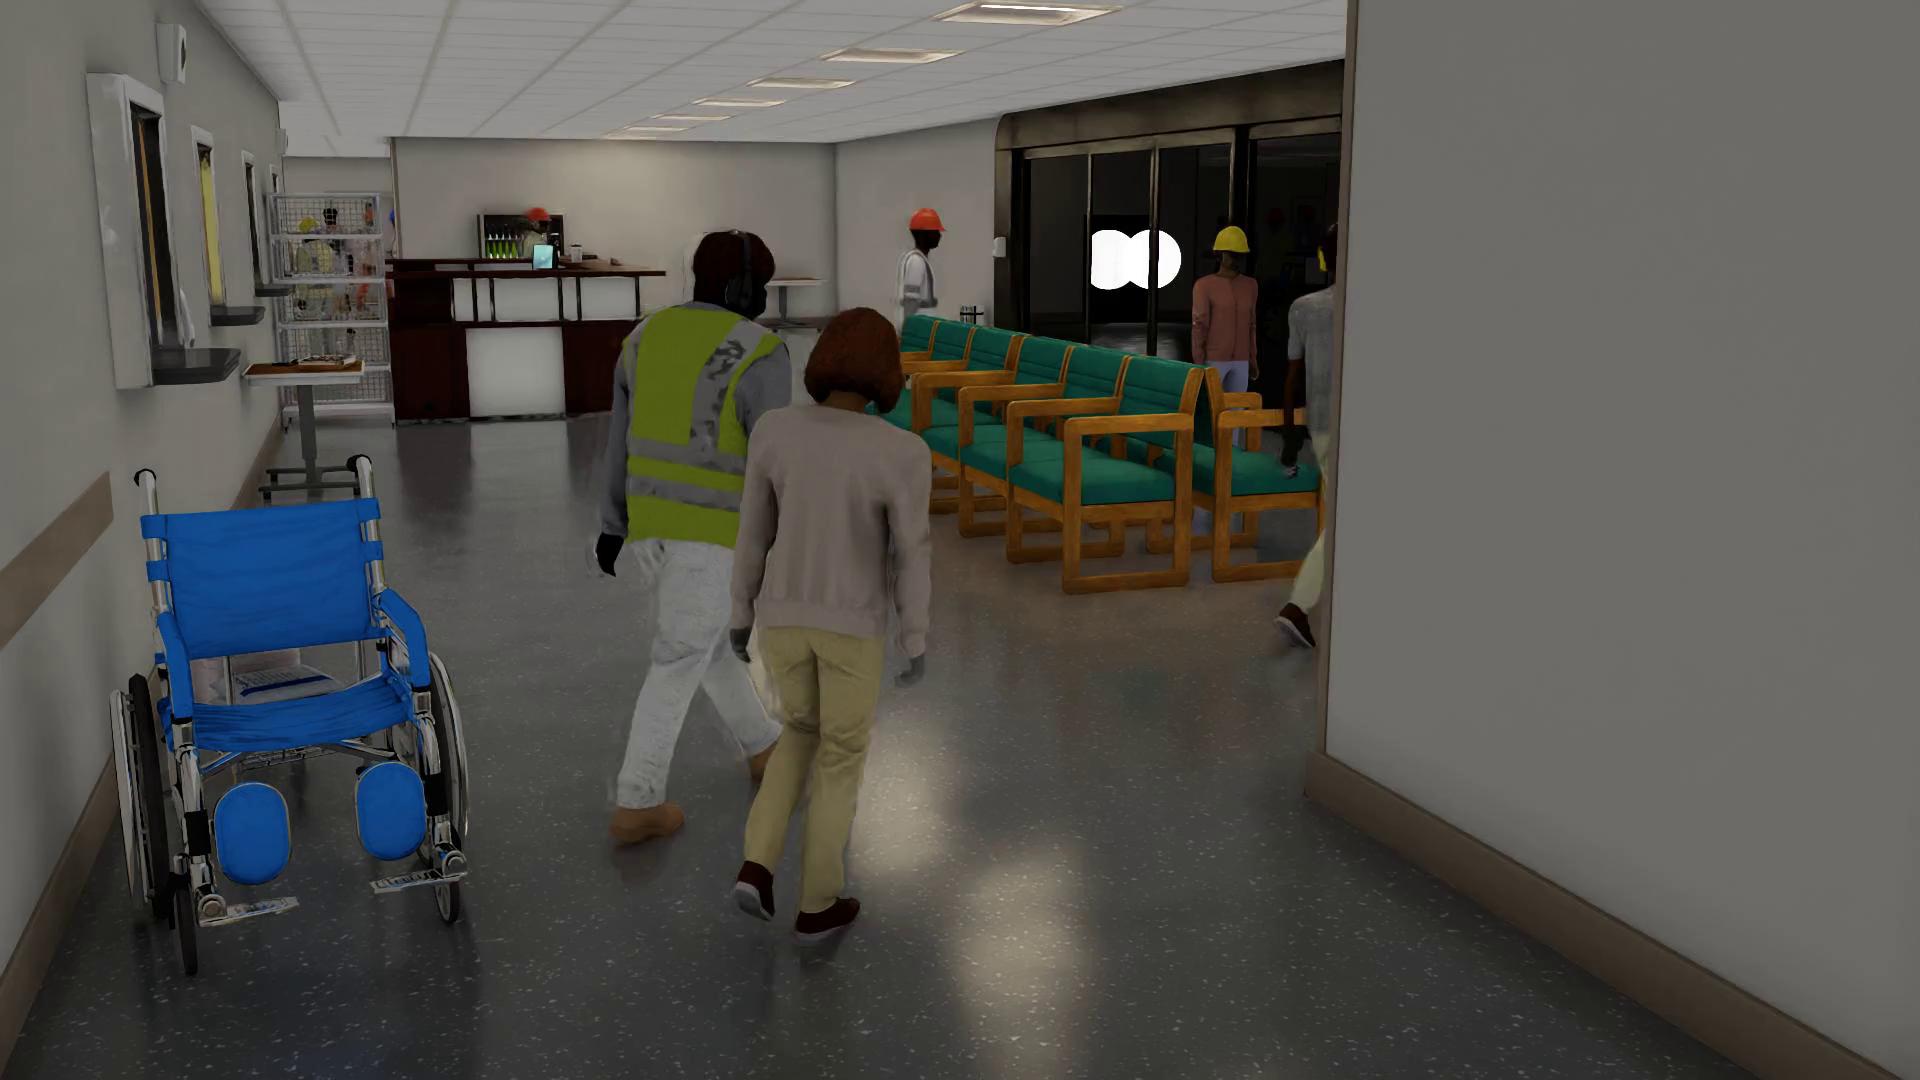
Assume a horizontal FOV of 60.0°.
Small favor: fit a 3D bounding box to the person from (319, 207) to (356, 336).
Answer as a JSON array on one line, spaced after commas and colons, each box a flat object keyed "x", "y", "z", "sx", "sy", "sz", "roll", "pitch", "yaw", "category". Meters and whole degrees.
[{"x": -9.615, "y": -4.114, "z": 25.542, "sx": 0.608, "sy": 1.966, "sz": 0.372, "roll": -3, "pitch": 11, "yaw": -14, "category": "person"}]

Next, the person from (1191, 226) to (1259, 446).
[{"x": 1.773, "y": -1.188, "z": 11.054, "sx": 0.535, "sy": 1.766, "sz": 0.320, "roll": -6, "pitch": 13, "yaw": -28, "category": "person"}]

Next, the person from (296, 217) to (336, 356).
[{"x": -7.703, "y": -2.936, "z": 19.893, "sx": 0.403, "sy": 1.819, "sz": 0.599, "roll": 3, "pitch": 11, "yaw": 16, "category": "person"}]

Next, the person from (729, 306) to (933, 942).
[{"x": -0.323, "y": 0.227, "z": 4.169, "sx": 0.540, "sy": 1.607, "sz": 0.393, "roll": 5, "pitch": 12, "yaw": 24, "category": "person"}]

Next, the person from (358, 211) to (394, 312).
[{"x": -11.138, "y": -5.288, "z": 31.643, "sx": 1.018, "sy": 1.944, "sz": 0.640, "roll": 5, "pitch": 12, "yaw": 25, "category": "person"}]

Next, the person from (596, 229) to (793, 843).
[{"x": -0.743, "y": -0.032, "z": 5.059, "sx": 0.647, "sy": 1.783, "sz": 0.987, "roll": 9, "pitch": 14, "yaw": 40, "category": "person"}]

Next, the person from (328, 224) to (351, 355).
[{"x": -8.088, "y": -3.223, "z": 21.573, "sx": 0.421, "sy": 1.731, "sz": 0.605, "roll": 3, "pitch": 11, "yaw": 13, "category": "person"}]
